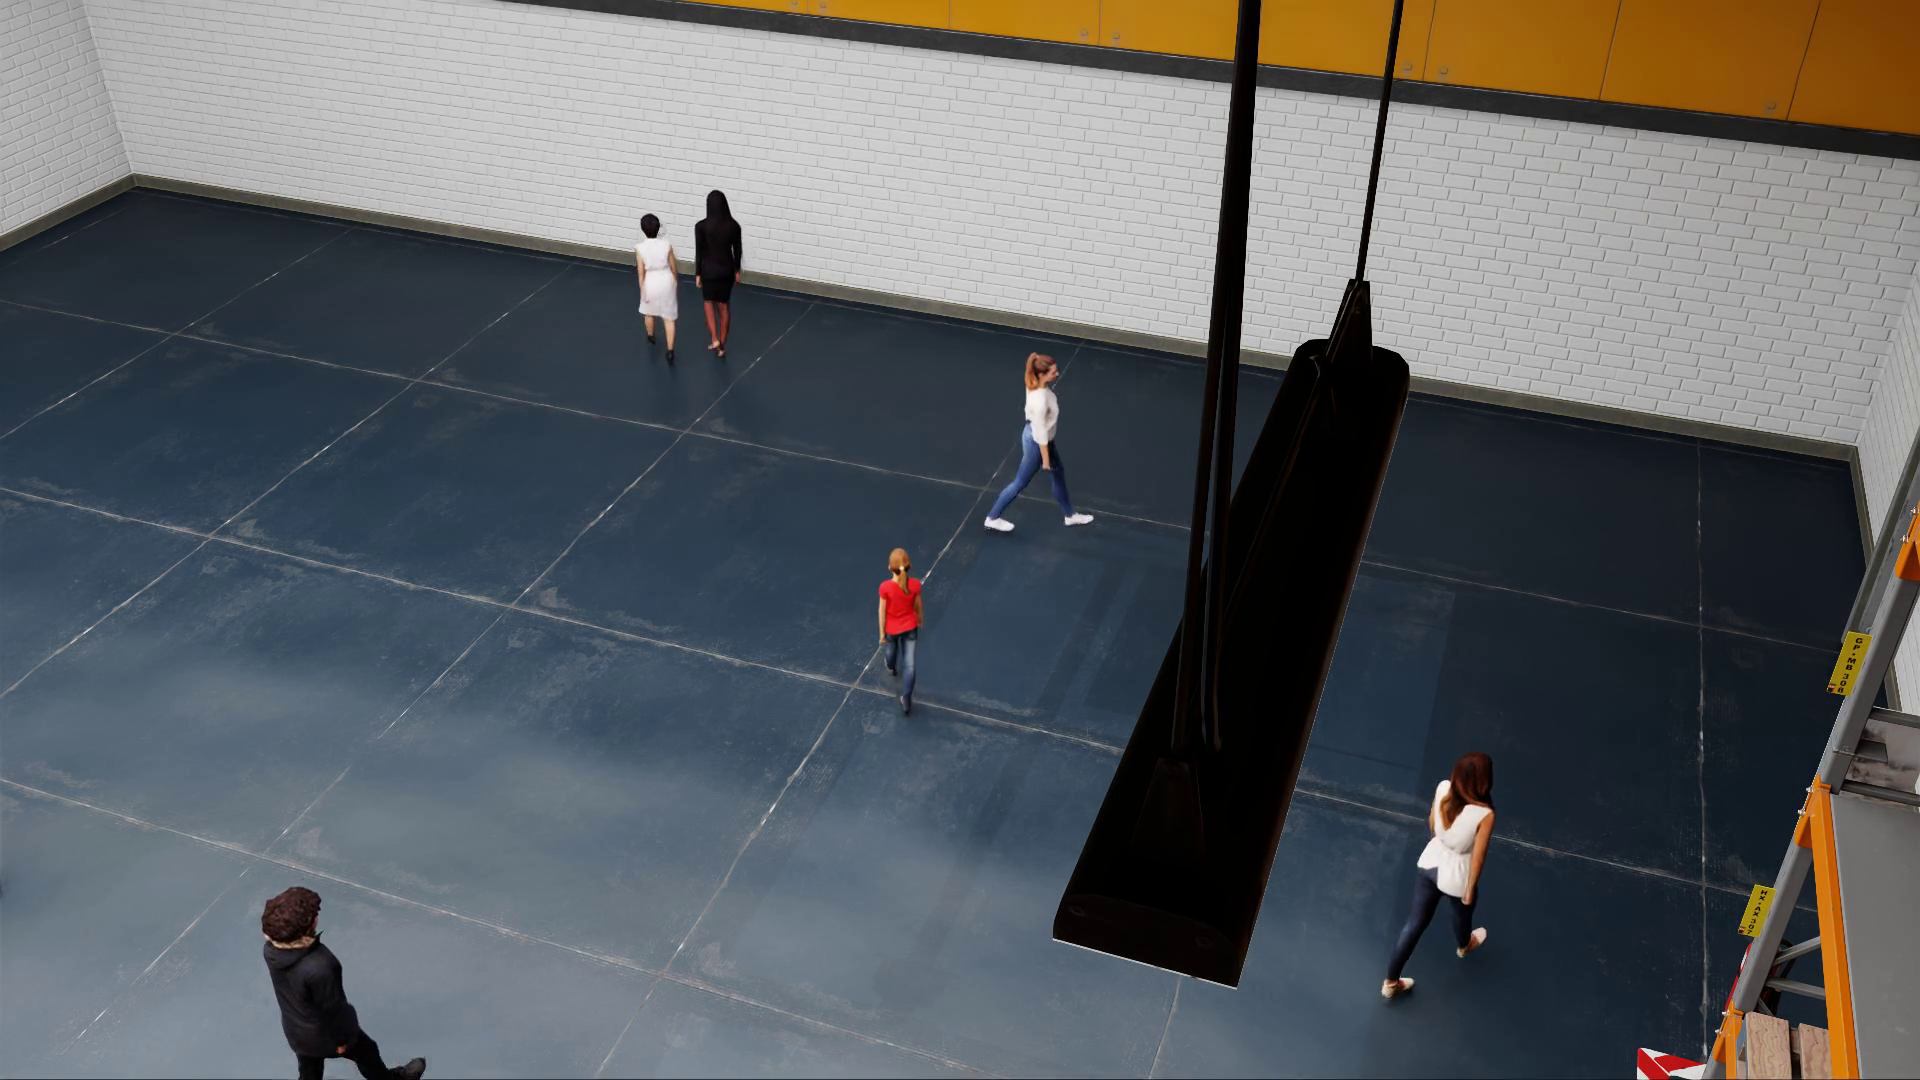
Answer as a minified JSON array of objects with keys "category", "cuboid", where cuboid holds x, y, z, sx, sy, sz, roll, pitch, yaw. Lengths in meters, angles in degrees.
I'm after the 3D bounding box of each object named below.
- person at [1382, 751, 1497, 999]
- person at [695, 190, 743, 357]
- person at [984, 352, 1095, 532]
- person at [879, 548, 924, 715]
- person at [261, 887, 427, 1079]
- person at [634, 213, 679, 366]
[{"category":"person","cuboid":[2.757,1.976,9.635,1.190,1.737,1.013,-22,39,-29]},{"category":"person","cuboid":[-2.372,-2.604,16.559,0.798,1.700,0.840,-11,35,-16]},{"category":"person","cuboid":[0.552,-0.754,13.803,0.916,1.669,1.174,1,34,2]},{"category":"person","cuboid":[-0.413,0.680,11.996,0.767,1.280,0.937,-6,34,-9]},{"category":"person","cuboid":[-3.421,2.577,8.716,0.682,1.754,0.921,14,36,20]},{"category":"person","cuboid":[-2.966,-2.454,16.487,0.857,1.529,0.966,-9,35,-13]}]
